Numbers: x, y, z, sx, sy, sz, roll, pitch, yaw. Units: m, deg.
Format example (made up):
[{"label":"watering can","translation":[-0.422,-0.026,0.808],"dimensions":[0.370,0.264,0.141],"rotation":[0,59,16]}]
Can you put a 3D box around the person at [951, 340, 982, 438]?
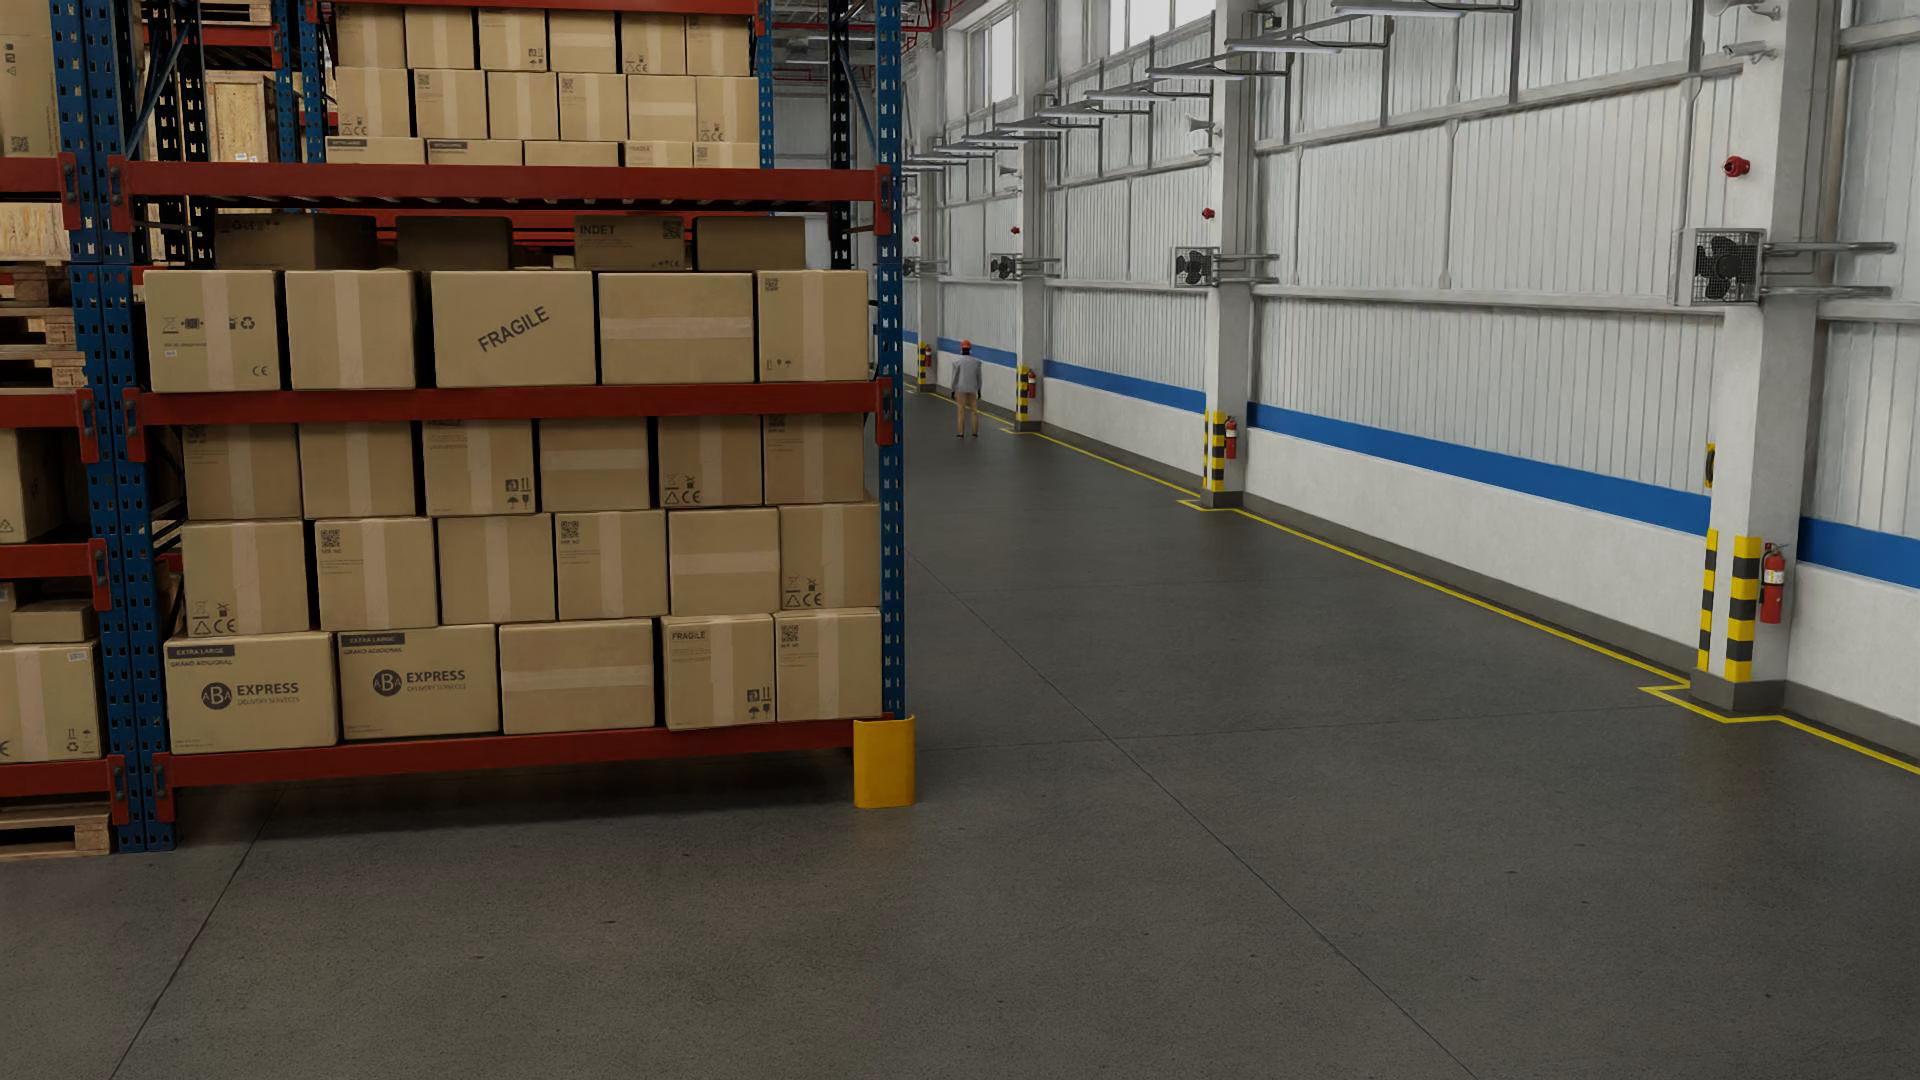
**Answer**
[{"label":"person","translation":[0.108,-2.687,29.607],"dimensions":[0.568,1.748,0.340],"rotation":[-2,10,-13]}]
